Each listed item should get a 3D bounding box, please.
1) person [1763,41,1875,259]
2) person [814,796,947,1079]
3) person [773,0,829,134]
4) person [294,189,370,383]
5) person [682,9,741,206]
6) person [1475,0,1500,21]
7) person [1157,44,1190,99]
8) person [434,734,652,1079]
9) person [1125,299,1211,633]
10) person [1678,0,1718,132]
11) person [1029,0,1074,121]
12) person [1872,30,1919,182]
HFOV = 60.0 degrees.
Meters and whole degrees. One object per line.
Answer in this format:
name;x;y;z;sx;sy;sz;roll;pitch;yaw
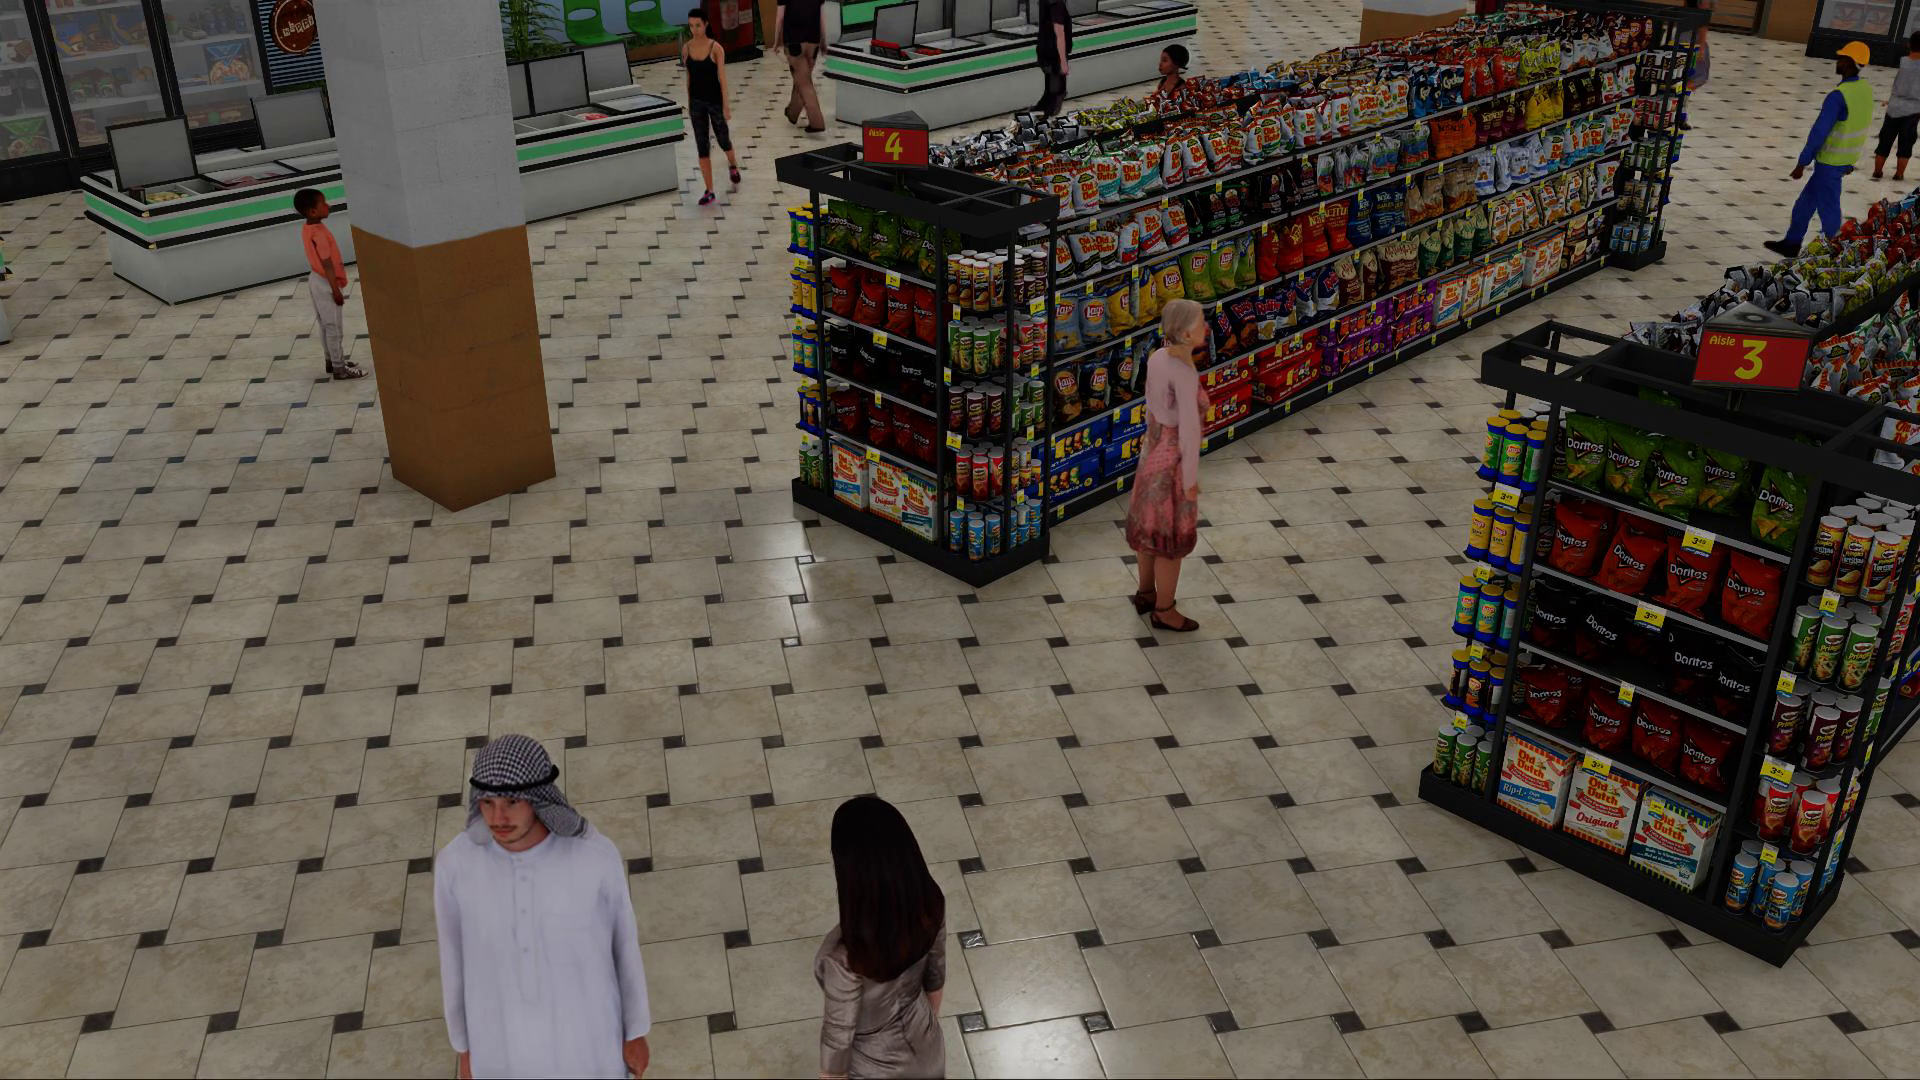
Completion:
person;6.996;-2.994;13.162;0.864;1.797;0.780;-21;34;-36
person;-0.194;1.444;4.472;0.663;1.743;0.473;21;33;35
person;-1.615;-5.134;17.401;1.212;1.780;0.920;-17;32;-30
person;-4.273;-1.722;11.191;0.522;1.311;0.516;-17;31;-30
person;-2.256;-3.970;15.204;0.976;1.691;1.177;6;27;12
person;6.370;-6.325;20.341;0.618;1.244;0.668;-12;29;-22
person;1.729;-3.237;13.749;0.629;1.700;0.643;-12;29;-23
person;-1.100;1.337;4.481;0.780;1.925;0.862;-3;27;-5
person;1.014;-0.359;8.085;0.712;1.690;0.684;-8;28;-16
person;7.625;-5.172;17.487;0.875;1.771;0.804;-3;27;-7
person;0.852;-4.836;16.752;0.957;1.835;0.901;-3;27;-6
person;9.043;-4.189;15.896;0.588;1.456;0.534;19;33;33
